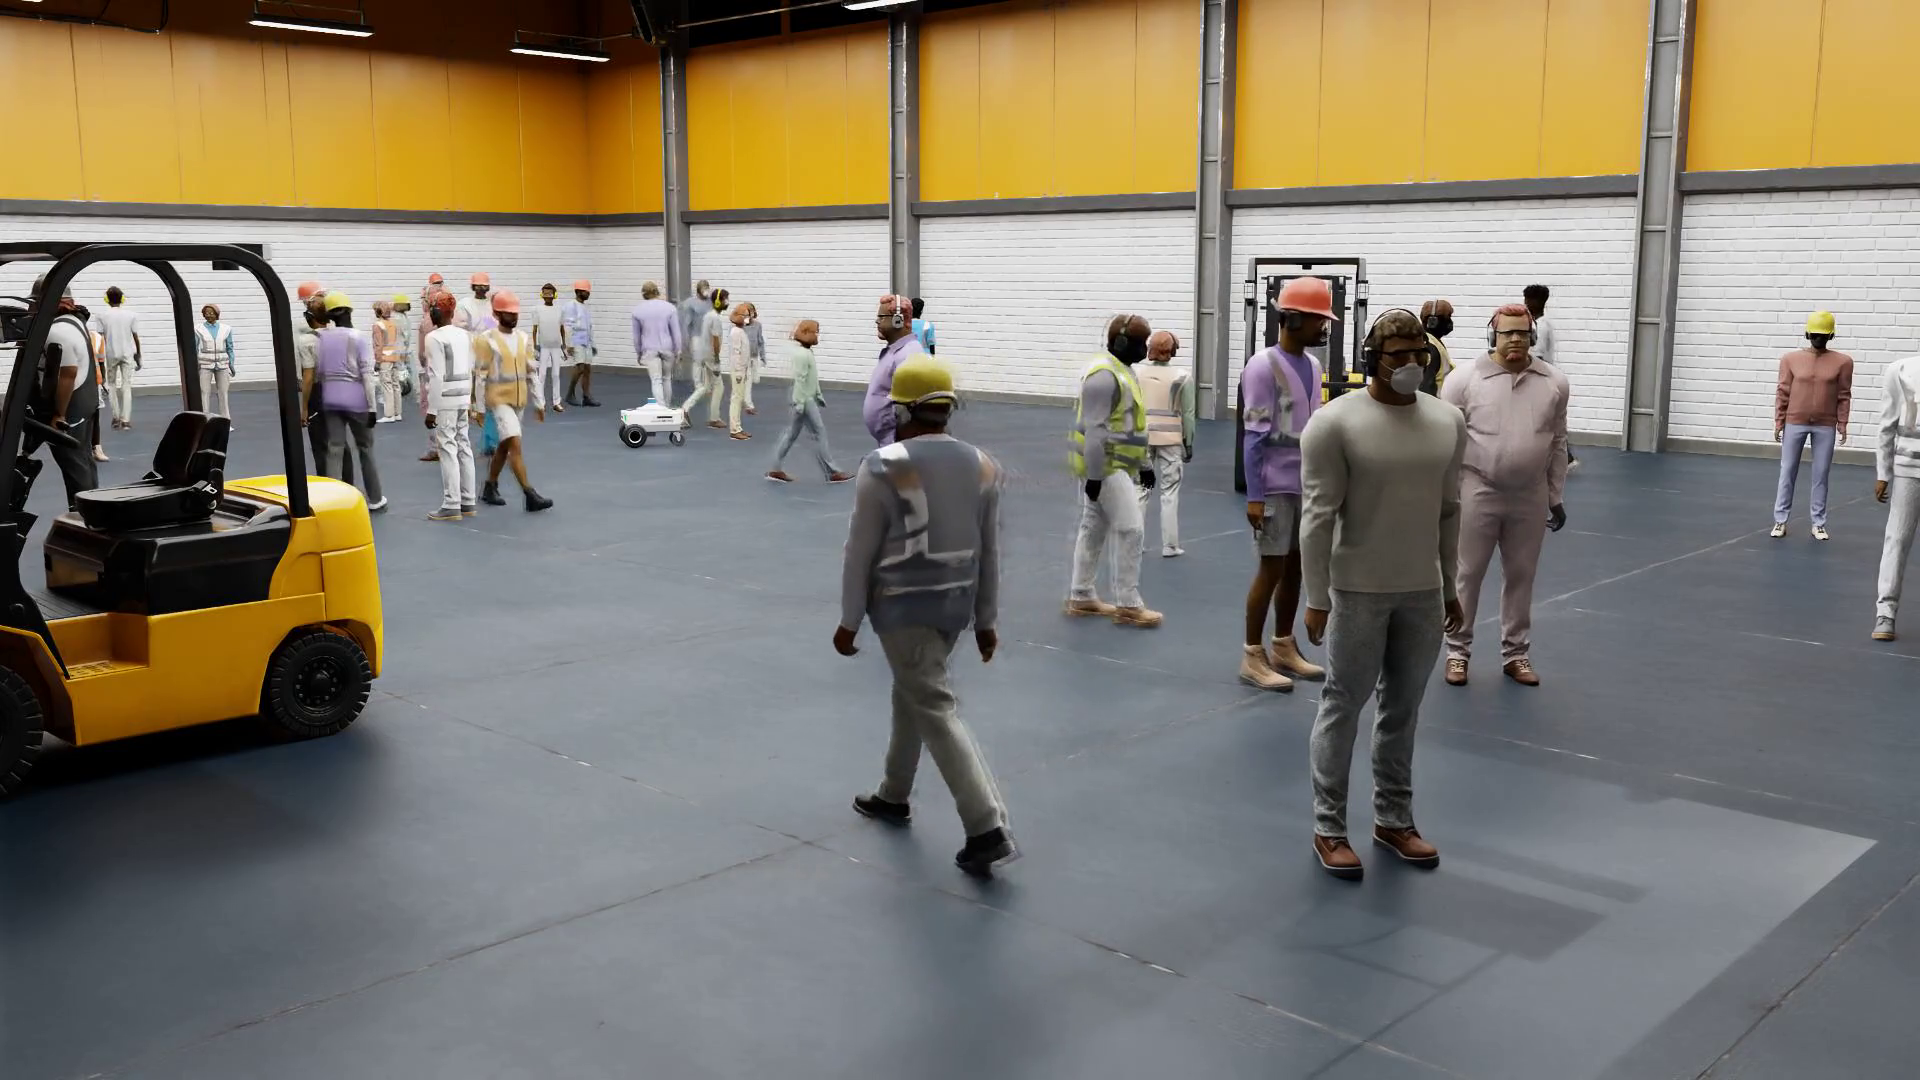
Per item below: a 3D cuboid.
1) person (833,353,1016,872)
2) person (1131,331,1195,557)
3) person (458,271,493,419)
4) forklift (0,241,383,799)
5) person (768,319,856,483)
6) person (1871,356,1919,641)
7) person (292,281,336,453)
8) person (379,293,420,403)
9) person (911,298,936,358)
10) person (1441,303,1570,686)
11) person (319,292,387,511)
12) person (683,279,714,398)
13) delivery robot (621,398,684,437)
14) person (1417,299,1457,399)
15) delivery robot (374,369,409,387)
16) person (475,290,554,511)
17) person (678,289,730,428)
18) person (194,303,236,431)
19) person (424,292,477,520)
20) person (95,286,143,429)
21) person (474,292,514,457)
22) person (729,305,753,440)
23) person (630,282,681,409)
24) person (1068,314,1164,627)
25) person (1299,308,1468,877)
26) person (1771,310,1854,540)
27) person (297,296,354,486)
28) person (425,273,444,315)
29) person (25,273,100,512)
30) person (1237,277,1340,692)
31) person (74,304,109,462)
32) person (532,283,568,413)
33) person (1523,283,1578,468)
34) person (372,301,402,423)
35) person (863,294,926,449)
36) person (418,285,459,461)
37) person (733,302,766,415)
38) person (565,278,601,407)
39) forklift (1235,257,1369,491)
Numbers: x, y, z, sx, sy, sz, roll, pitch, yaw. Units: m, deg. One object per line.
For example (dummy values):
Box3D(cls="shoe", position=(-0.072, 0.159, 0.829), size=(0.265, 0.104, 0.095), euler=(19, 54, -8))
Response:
Box3D(cls="person", position=(-0.096, 0.237, 5.867), size=(0.953, 1.787, 0.581), euler=(9, 13, 44))
Box3D(cls="person", position=(1.430, -0.684, 11.969), size=(0.522, 1.631, 0.315), euler=(4, 10, 21))
Box3D(cls="person", position=(-6.588, -2.680, 22.958), size=(0.613, 2.038, 0.389), euler=(-3, 10, -17))
Box3D(cls="forklift", position=(-3.706, -0.171, 7.093), size=(1.214, 2.155, 2.313), euler=(9, 13, 43))
Box3D(cls="person", position=(-1.475, -1.337, 16.087), size=(0.851, 1.587, 0.513), euler=(-1, 9, -5))
Box3D(cls="person", position=(5.387, -0.360, 9.207), size=(0.574, 1.882, 0.358), euler=(4, 10, 22))
Box3D(cls="person", position=(-6.824, -1.788, 17.772), size=(1.030, 1.930, 0.632), euler=(9, 13, 43))
Box3D(cls="person", position=(-8.572, -2.932, 25.544), size=(0.677, 1.732, 0.506), euler=(1, 9, 5))
Box3D(cls="person", position=(-0.568, -2.303, 21.686), size=(0.538, 1.696, 0.317), euler=(2, 9, 9))
Box3D(cls="person", position=(2.697, -0.217, 8.257), size=(0.652, 1.906, 0.403), euler=(0, 9, 1))
Box3D(cls="person", position=(-5.141, -1.139, 13.986), size=(0.613, 1.872, 0.874), euler=(1, 9, 8))
Box3D(cls="person", position=(-4.223, -3.259, 26.875), size=(0.655, 1.918, 0.557), euler=(-8, 12, -41))
Box3D(cls="delivery robot", position=(-3.597, -1.418, 19.461), size=(0.707, 0.478, 0.477), euler=(-3, 10, -17))
Box3D(cls="person", position=(3.594, -0.914, 12.724), size=(0.429, 1.841, 0.634), euler=(2, 10, 14))
Box3D(cls="delivery robot", position=(-9.332, -2.648, 27.003), size=(0.707, 0.478, 0.477), euler=(-1, 9, -7))
Box3D(cls="person", position=(-3.887, -1.202, 14.358), size=(0.994, 1.889, 0.566), euler=(7, 11, 35))
Box3D(cls="person", position=(-3.322, -2.334, 21.512), size=(0.712, 1.820, 0.608), euler=(-2, 10, -14))
Box3D(cls="person", position=(-9.476, -2.181, 21.126), size=(0.515, 1.636, 0.314), euler=(-7, 12, -37))
Box3D(cls="person", position=(-4.228, -1.102, 13.749), size=(0.343, 1.882, 0.586), euler=(2, 10, 14))
Box3D(cls="person", position=(-10.953, -2.375, 21.668), size=(0.543, 1.838, 0.780), euler=(-5, 11, -30))
Box3D(cls="person", position=(-5.082, -1.815, 18.302), size=(0.547, 1.812, 0.586), euler=(2, 9, 12))
Box3D(cls="person", position=(-2.671, -2.041, 20.271), size=(0.281, 1.631, 0.505), euler=(0, 9, 1))
Box3D(cls="person", position=(-4.125, -2.548, 22.596), size=(0.659, 1.887, 0.897), euler=(-2, 10, -14))
Box3D(cls="person", position=(0.954, -0.406, 9.695), size=(0.719, 1.805, 0.660), euler=(2, 9, 12))
Box3D(cls="person", position=(1.455, 0.181, 5.714), size=(0.638, 1.938, 0.356), euler=(-3, 10, -20))
Box3D(cls="person", position=(6.527, -0.877, 12.755), size=(0.522, 1.761, 0.322), euler=(4, 10, 22))
Box3D(cls="person", position=(-5.354, -1.126, 14.012), size=(0.331, 1.844, 0.521), euler=(5, 10, 26))
Box3D(cls="person", position=(-9.468, -3.843, 30.217), size=(0.396, 1.992, 0.623), euler=(7, 11, 35))
Box3D(cls="person", position=(-6.835, -0.996, 12.617), size=(0.536, 2.000, 0.683), euler=(-3, 10, -17))
Box3D(cls="person", position=(1.619, -0.271, 8.210), size=(0.410, 2.030, 0.632), euler=(8, 13, 42))
Box3D(cls="person", position=(-9.357, -1.659, 17.732), size=(0.322, 1.696, 0.530), euler=(8, 12, 41))
Box3D(cls="person", position=(-5.909, -2.766, 24.016), size=(0.520, 1.865, 0.334), euler=(-6, 11, -31))
Box3D(cls="person", position=(5.820, -1.623, 16.793), size=(0.883, 1.937, 0.620), euler=(3, 10, 18))
Box3D(cls="person", position=(-7.735, -2.392, 22.416), size=(0.313, 1.640, 0.524), euler=(2, 9, 9))
Box3D(cls="person", position=(-0.411, -0.603, 10.619), size=(0.407, 1.910, 0.638), euler=(-2, 9, -11))
Box3D(cls="person", position=(-5.687, -1.800, 18.050), size=(0.479, 1.897, 0.658), euler=(2, 9, 12))
Box3D(cls="person", position=(-3.072, -2.610, 23.819), size=(0.585, 1.611, 0.507), euler=(8, 12, 42))
Box3D(cls="person", position=(-5.653, -2.944, 24.902), size=(0.415, 1.925, 0.606), euler=(3, 10, 19))
Box3D(cls="forklift", position=(3.309, -1.629, 16.029), size=(1.214, 2.155, 2.313), euler=(2, 9, 11))
